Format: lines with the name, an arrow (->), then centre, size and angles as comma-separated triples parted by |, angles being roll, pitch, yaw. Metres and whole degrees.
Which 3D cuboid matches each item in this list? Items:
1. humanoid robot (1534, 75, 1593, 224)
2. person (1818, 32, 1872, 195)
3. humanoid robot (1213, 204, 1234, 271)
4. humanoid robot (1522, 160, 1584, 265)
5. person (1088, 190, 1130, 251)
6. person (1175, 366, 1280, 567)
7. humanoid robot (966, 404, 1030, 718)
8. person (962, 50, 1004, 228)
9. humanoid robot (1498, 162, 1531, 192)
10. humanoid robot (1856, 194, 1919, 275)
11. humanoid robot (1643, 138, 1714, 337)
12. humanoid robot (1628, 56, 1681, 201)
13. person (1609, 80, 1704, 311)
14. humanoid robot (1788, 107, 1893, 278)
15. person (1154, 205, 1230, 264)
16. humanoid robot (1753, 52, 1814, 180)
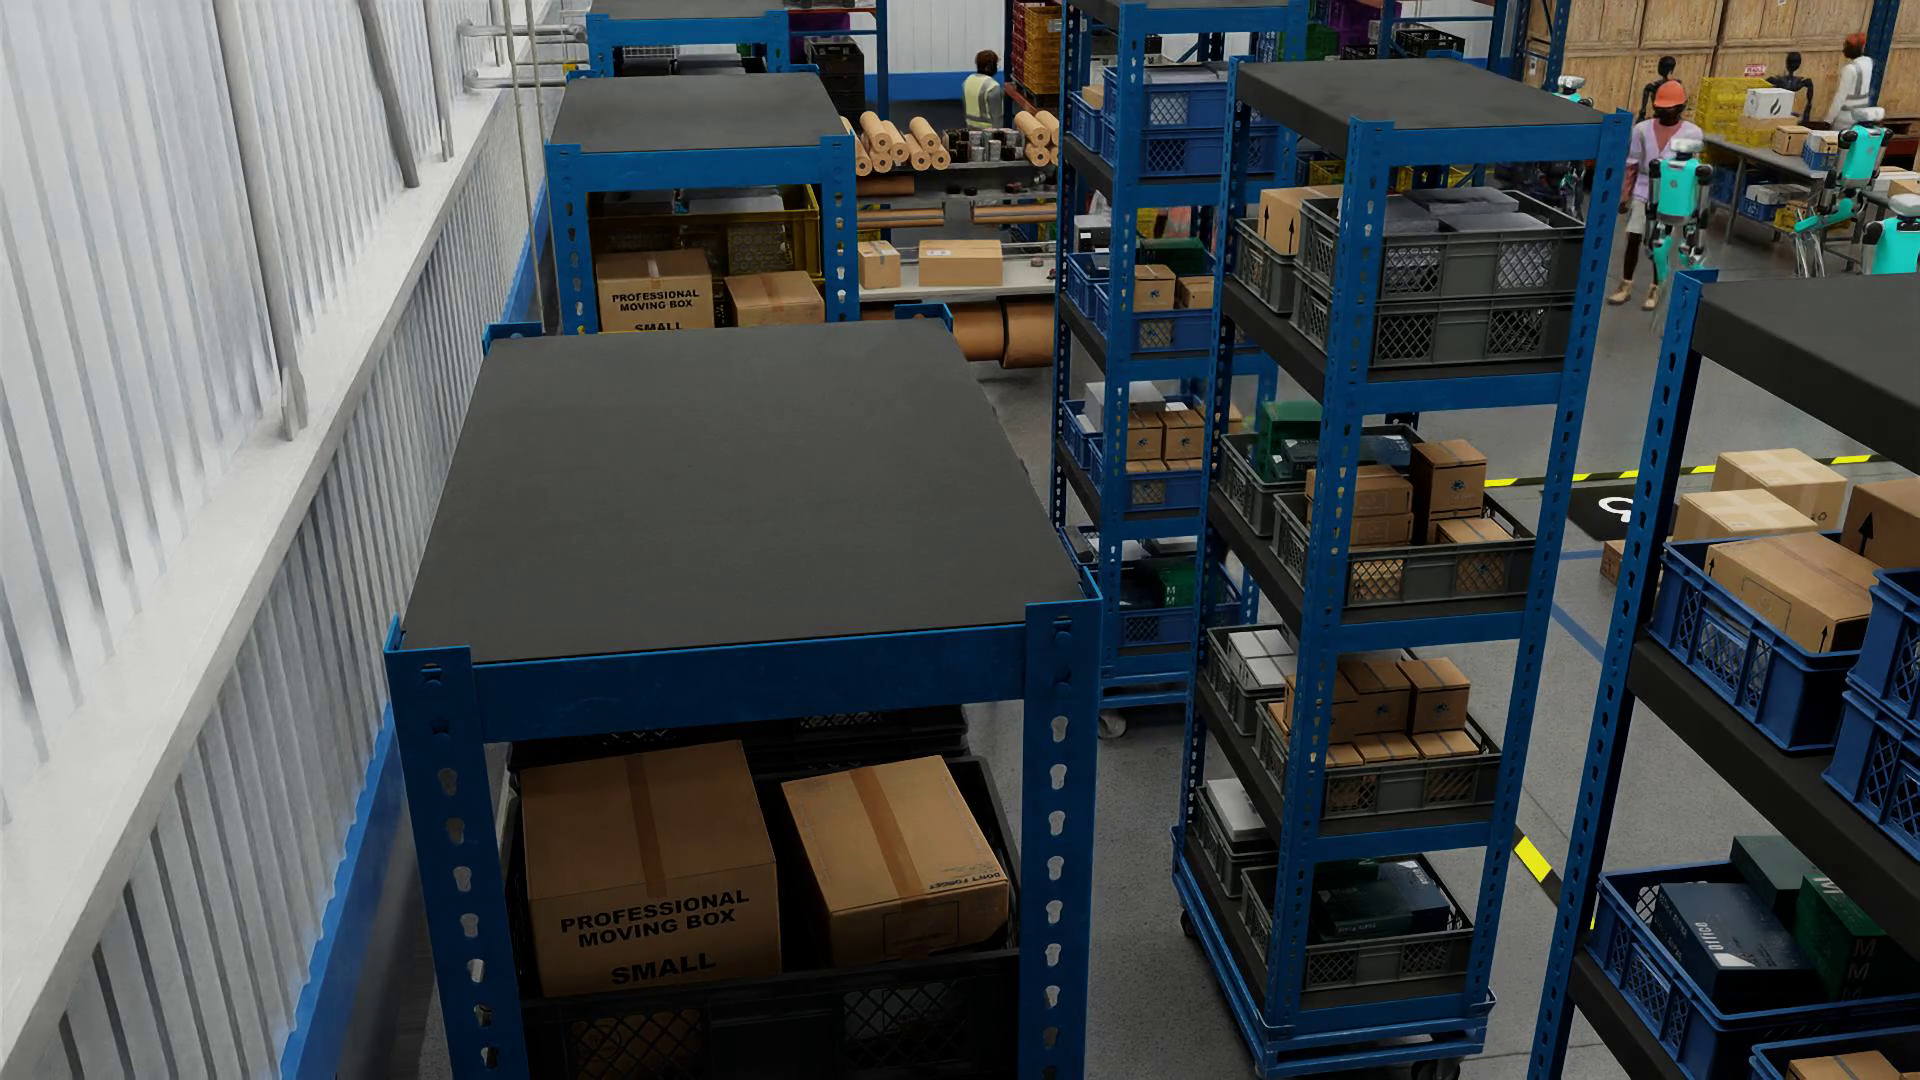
humanoid robot -> 6.130, -3.847, 16.742 | 0.735, 1.677, 0.533 | -22, 33, -39
person -> 10.030, -4.802, 18.847 | 0.599, 1.846, 0.399 | -21, 32, -37
humanoid robot -> 1.881, -2.323, 13.650 | 0.538, 1.853, 0.685 | 19, 31, 35
humanoid robot -> 5.409, -3.023, 15.200 | 0.613, 1.645, 0.463 | -1, 25, -1
person -> 1.257, -2.495, 13.849 | 0.403, 1.831, 0.593 | 3, 25, 6
person -> 1.518, -0.512, 9.544 | 0.589, 1.826, 0.702 | -2, 25, -5
humanoid robot -> 0.067, 0.115, 8.434 | 0.603, 1.646, 0.761 | 6, 25, 13
person -> 0.292, -4.257, 17.682 | 0.429, 1.836, 0.645 | -16, 29, -30
humanoid robot -> 5.418, -3.549, 16.335 | 0.381, 1.641, 0.600 | 7, 26, 16
humanoid robot -> 6.647, -1.548, 11.748 | 0.533, 1.675, 0.735 | 0, 25, 1
humanoid robot -> 6.096, -2.480, 14.053 | 0.757, 1.883, 0.541 | -20, 32, -37
humanoid robot -> 7.787, -4.548, 18.522 | 0.589, 1.645, 0.390 | -10, 26, -20
person -> 6.217, -3.066, 14.853 | 0.606, 2.039, 0.390 | 16, 29, 32
humanoid robot -> 7.975, -3.159, 15.248 | 0.533, 1.677, 0.735 | -8, 26, -16
person -> 1.820, -2.320, 13.395 | 0.625, 1.915, 0.881 | 19, 31, 35
humanoid robot -> 9.236, -4.639, 18.714 | 0.583, 1.642, 0.414 | 10, 26, 20
